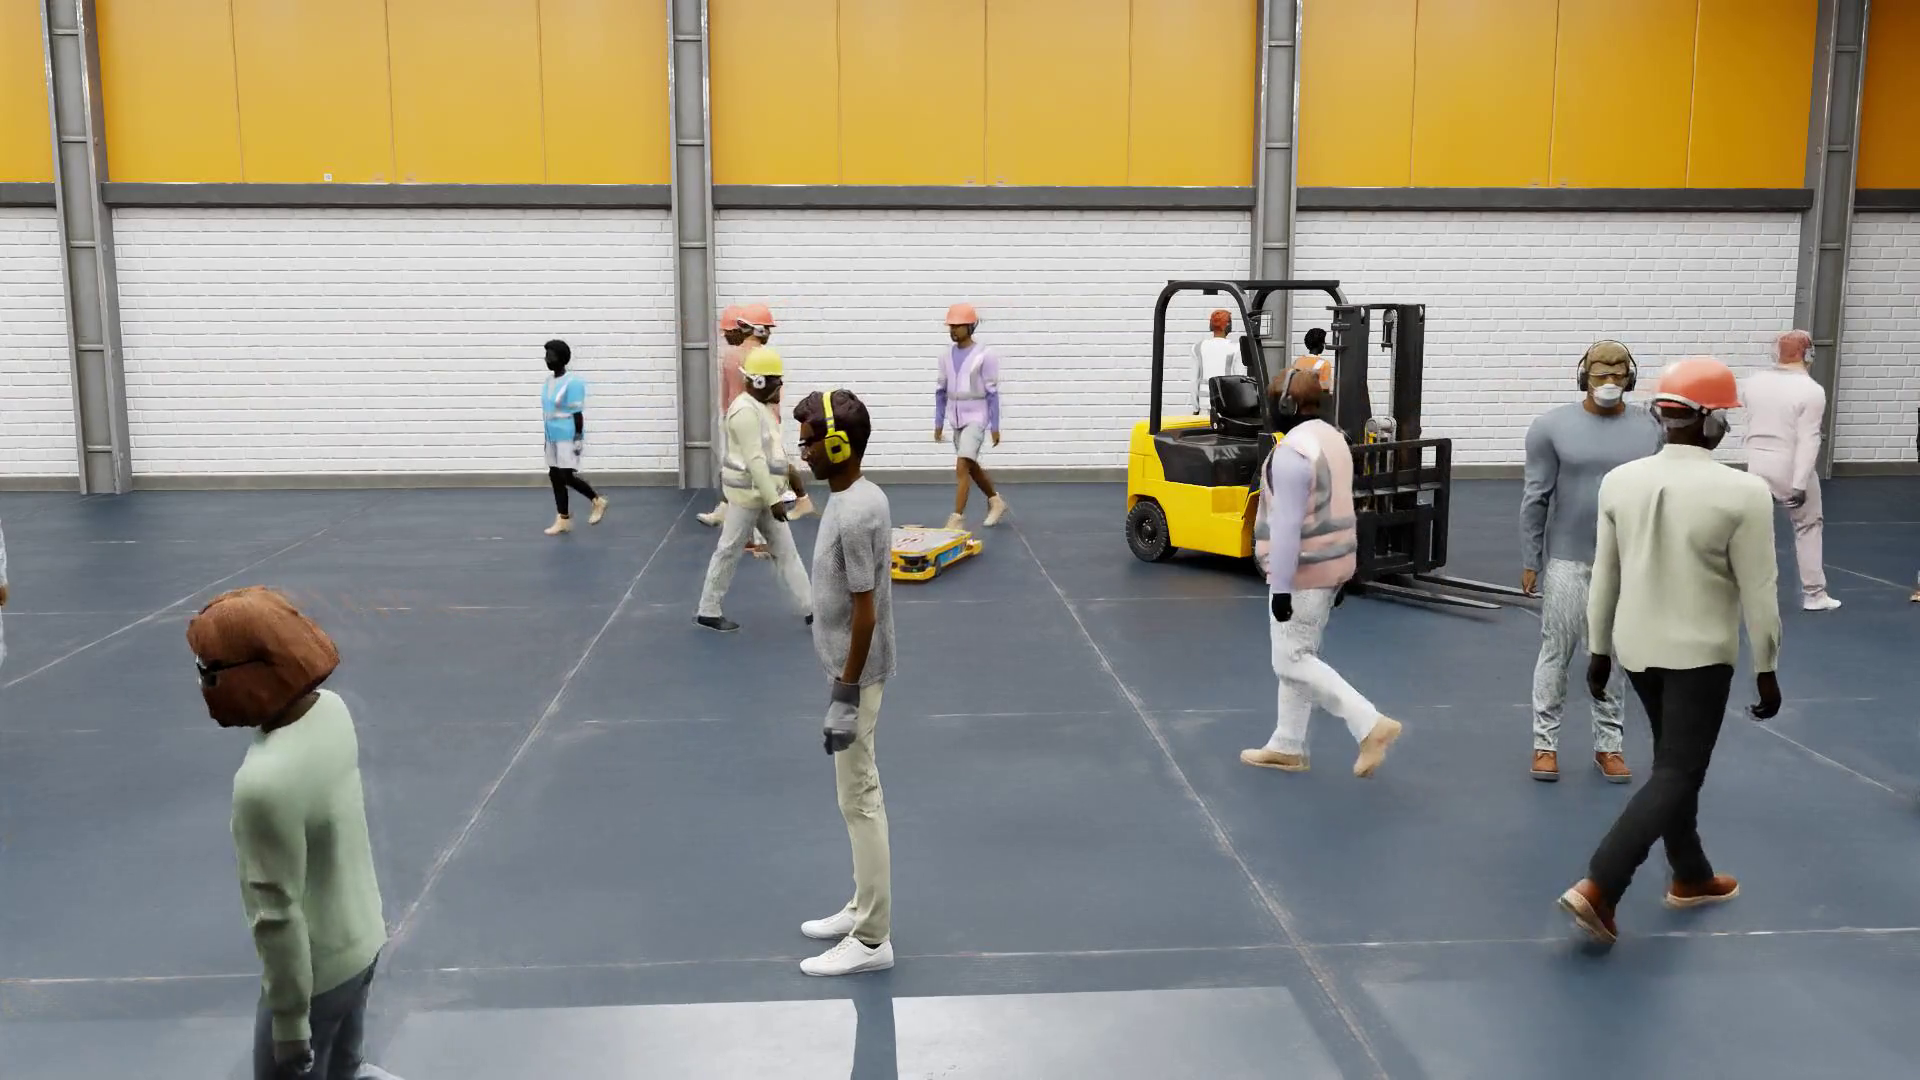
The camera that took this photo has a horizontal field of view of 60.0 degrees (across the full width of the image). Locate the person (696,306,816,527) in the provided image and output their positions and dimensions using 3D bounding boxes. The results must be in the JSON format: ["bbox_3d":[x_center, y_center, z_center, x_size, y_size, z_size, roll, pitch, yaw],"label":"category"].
[{"bbox_3d":[-1.776,-1.084,14.683,1.136,1.954,0.615,-5,10,-29],"label":"person"}]

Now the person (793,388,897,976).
[{"bbox_3d":[-0.365,0.451,5.284,0.328,1.865,0.520,0,9,-2],"label":"person"}]

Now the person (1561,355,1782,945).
[{"bbox_3d":[2.365,0.364,5.548,0.968,1.964,0.622,-5,10,-29],"label":"person"}]

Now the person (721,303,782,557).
[{"bbox_3d":[-1.619,-0.869,13.165,0.622,1.989,0.399,9,12,43],"label":"person"}]

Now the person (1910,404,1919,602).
[{"bbox_3d":[6.889,-0.561,11.367,0.925,1.961,0.616,-8,12,-39],"label":"person"}]

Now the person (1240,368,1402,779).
[{"bbox_3d":[1.590,0.164,7.253,0.680,1.816,0.640,6,11,33],"label":"person"}]

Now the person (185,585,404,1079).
[{"bbox_3d":[-1.250,0.870,3.423,0.587,1.608,0.551,0,9,-2],"label":"person"}]

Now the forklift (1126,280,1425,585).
[{"bbox_3d":[2.301,-0.860,12.475,1.214,2.155,2.313,-6,11,-35],"label":"forklift"}]

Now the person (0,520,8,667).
[{"bbox_3d":[-4.522,0.180,7.411,0.604,1.734,0.500,8,12,40],"label":"person"}]

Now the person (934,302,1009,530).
[{"bbox_3d":[0.113,-1.041,14.256,0.621,2.006,1.011,8,12,41],"label":"person"}]

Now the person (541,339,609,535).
[{"bbox_3d":[-3.339,-0.879,14.221,0.533,1.686,0.468,9,13,43],"label":"person"}]

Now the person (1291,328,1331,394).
[{"bbox_3d":[3.545,-1.296,16.802,0.321,1.691,0.532,-5,10,-30],"label":"person"}]

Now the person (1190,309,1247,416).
[{"bbox_3d":[2.524,-1.297,16.199,0.579,1.883,0.352,5,10,29],"label":"person"}]

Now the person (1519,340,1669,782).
[{"bbox_3d":[2.769,0.098,7.265,0.638,1.937,0.357,1,9,7],"label":"person"}]

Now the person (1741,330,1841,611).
[{"bbox_3d":[5.350,-0.445,10.922,0.921,1.869,0.647,-4,10,-23],"label":"person"}]

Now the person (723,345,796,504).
[{"bbox_3d":[-1.893,-1.260,15.969,0.878,1.872,0.673,-1,9,-9],"label":"person"}]

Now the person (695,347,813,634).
[{"bbox_3d":[-1.208,-0.284,10.182,0.958,1.776,0.591,2,9,10],"label":"person"}]

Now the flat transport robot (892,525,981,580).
[{"bbox_3d":[-0.361,0.083,12.578,0.652,0.197,1.431,3,10,18],"label":"flat transport robot"}]
